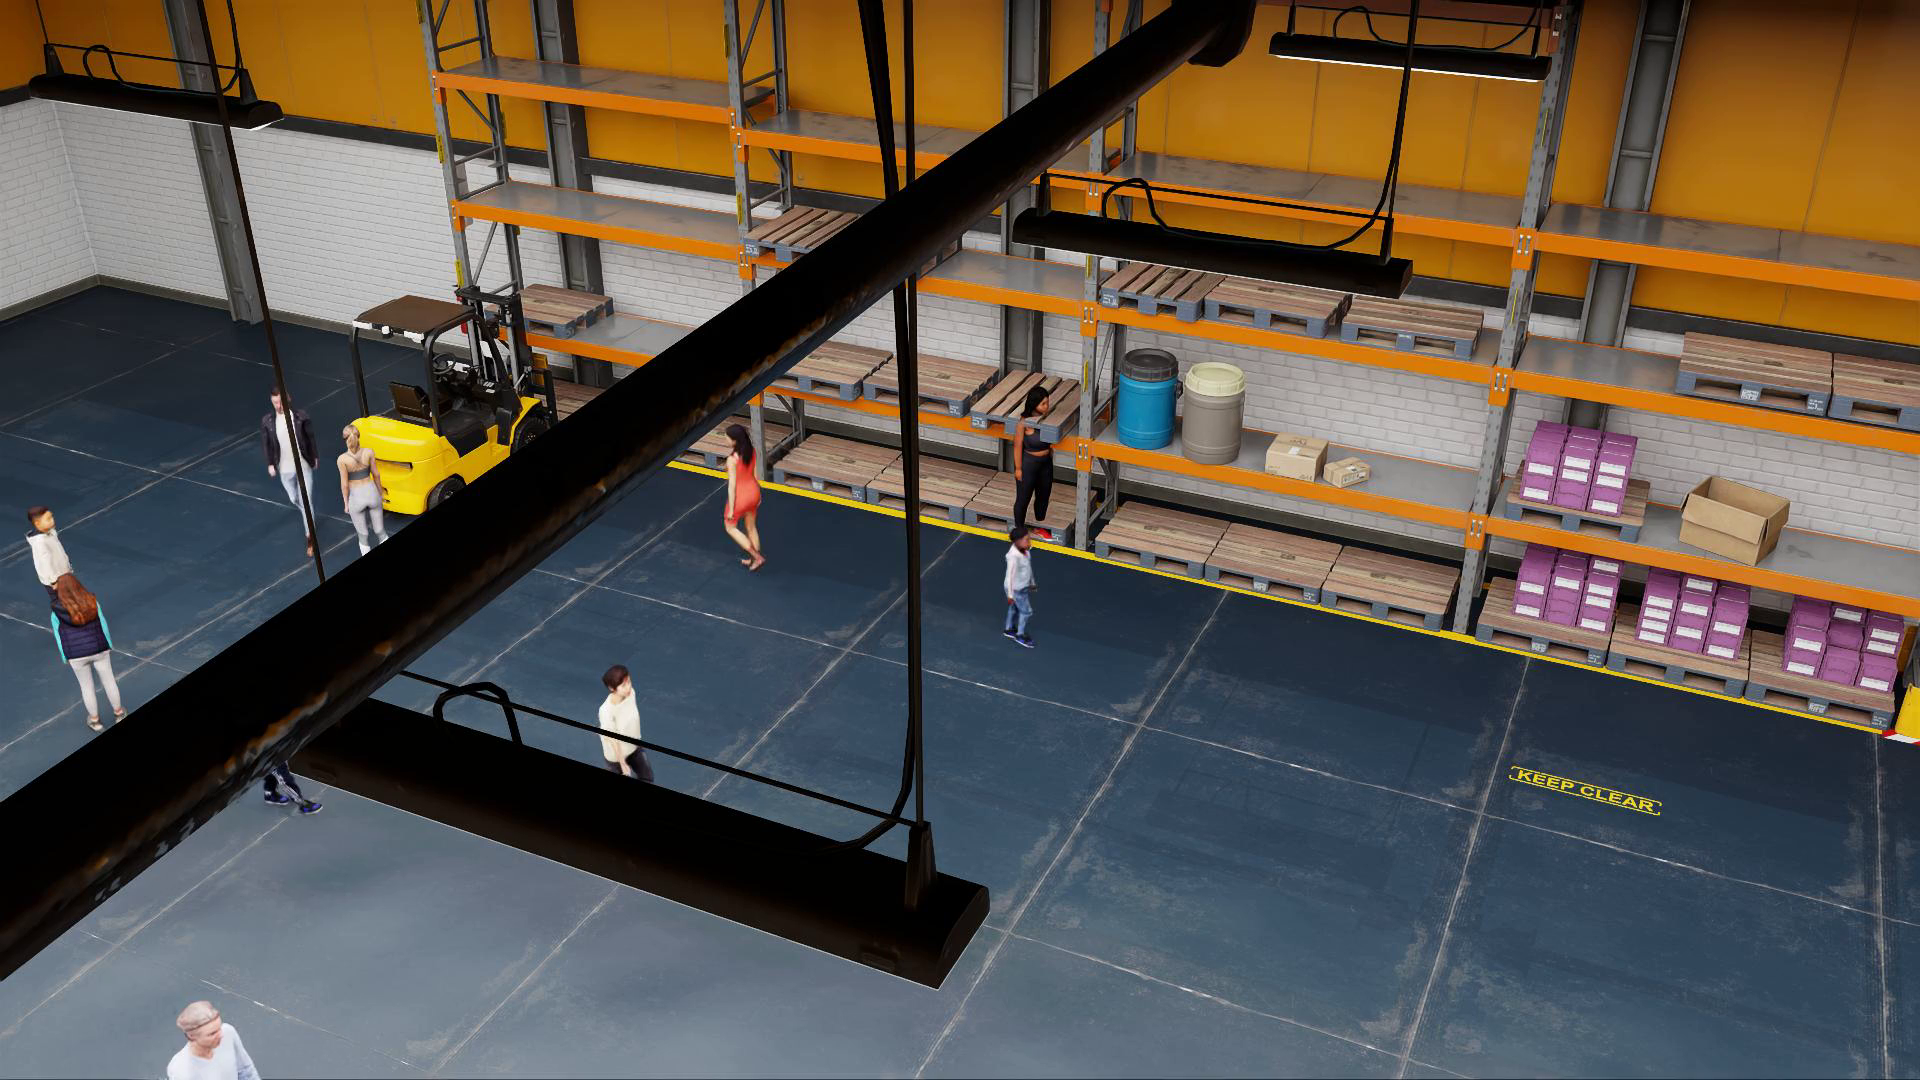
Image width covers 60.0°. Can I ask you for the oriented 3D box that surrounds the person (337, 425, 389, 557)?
[{"bbox_3d":[-6.095,-0.403,17.016,0.659,1.703,0.679,-20,34,-32],"label":"person"}]

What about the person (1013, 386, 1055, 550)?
[{"bbox_3d":[0.782,-0.798,17.622,0.767,1.815,0.784,-18,34,-30],"label":"person"}]

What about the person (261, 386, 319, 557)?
[{"bbox_3d":[-7.051,-0.800,17.637,1.164,1.805,1.170,-7,29,-12],"label":"person"}]

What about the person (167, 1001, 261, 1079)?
[{"bbox_3d":[-4.451,3.450,9.824,1.313,1.827,0.825,8,30,15],"label":"person"}]

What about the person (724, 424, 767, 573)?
[{"bbox_3d":[-2.155,-0.377,16.965,0.711,1.707,0.698,20,35,32],"label":"person"}]

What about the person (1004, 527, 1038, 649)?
[{"bbox_3d":[0.503,0.421,15.983,0.589,1.246,0.519,8,30,14],"label":"person"}]

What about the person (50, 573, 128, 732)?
[{"bbox_3d":[-7.717,0.977,14.705,0.680,1.494,0.718,-18,33,-29],"label":"person"}]

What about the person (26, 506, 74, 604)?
[{"bbox_3d":[-8.699,0.327,15.940,0.727,1.452,0.677,-9,30,-16],"label":"person"}]

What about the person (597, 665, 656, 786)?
[{"bbox_3d":[-2.757,1.683,13.335,0.849,1.566,0.648,17,33,28],"label":"person"}]
